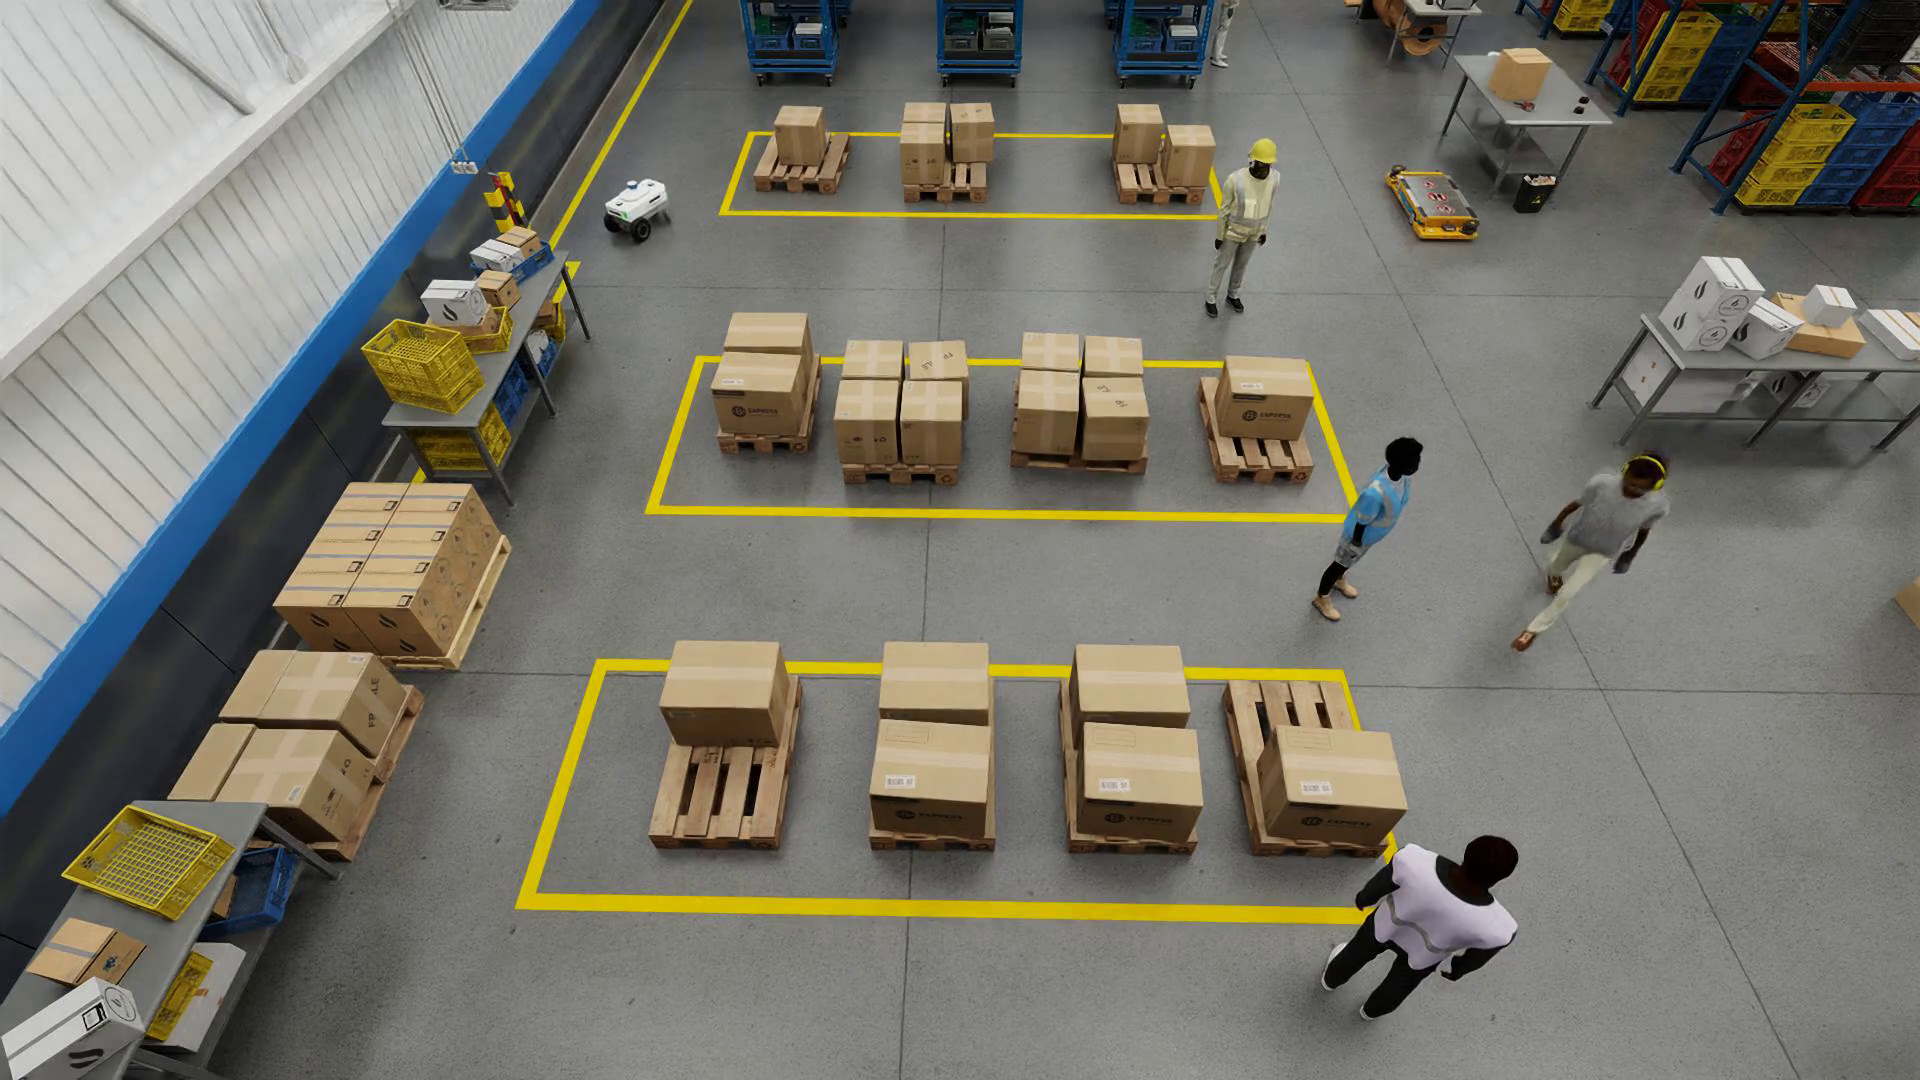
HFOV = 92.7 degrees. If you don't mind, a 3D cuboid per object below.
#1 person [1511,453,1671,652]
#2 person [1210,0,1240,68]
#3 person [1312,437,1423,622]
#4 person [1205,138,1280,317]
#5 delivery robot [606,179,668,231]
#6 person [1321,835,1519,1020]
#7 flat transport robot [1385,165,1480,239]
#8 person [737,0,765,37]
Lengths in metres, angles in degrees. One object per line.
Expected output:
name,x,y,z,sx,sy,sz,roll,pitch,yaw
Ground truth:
person,4.508,-0.016,6.519,0.589,1.824,0.882,34,57,26
person,3.953,-7.849,13.409,0.309,1.638,0.522,8,50,7
person,2.958,-0.086,6.650,0.318,1.700,0.535,35,58,27
person,2.830,-3.098,9.168,0.588,1.837,0.404,-13,50,-11
delivery robot,-3.759,-3.937,10.676,0.477,0.478,0.707,24,53,19
person,2.316,2.012,4.695,0.597,1.913,0.370,37,58,28
flat transport robot,5.692,-4.094,11.059,0.652,0.197,1.431,1,49,1
person,-3.289,-8.708,13.923,0.623,1.989,0.400,10,50,9
